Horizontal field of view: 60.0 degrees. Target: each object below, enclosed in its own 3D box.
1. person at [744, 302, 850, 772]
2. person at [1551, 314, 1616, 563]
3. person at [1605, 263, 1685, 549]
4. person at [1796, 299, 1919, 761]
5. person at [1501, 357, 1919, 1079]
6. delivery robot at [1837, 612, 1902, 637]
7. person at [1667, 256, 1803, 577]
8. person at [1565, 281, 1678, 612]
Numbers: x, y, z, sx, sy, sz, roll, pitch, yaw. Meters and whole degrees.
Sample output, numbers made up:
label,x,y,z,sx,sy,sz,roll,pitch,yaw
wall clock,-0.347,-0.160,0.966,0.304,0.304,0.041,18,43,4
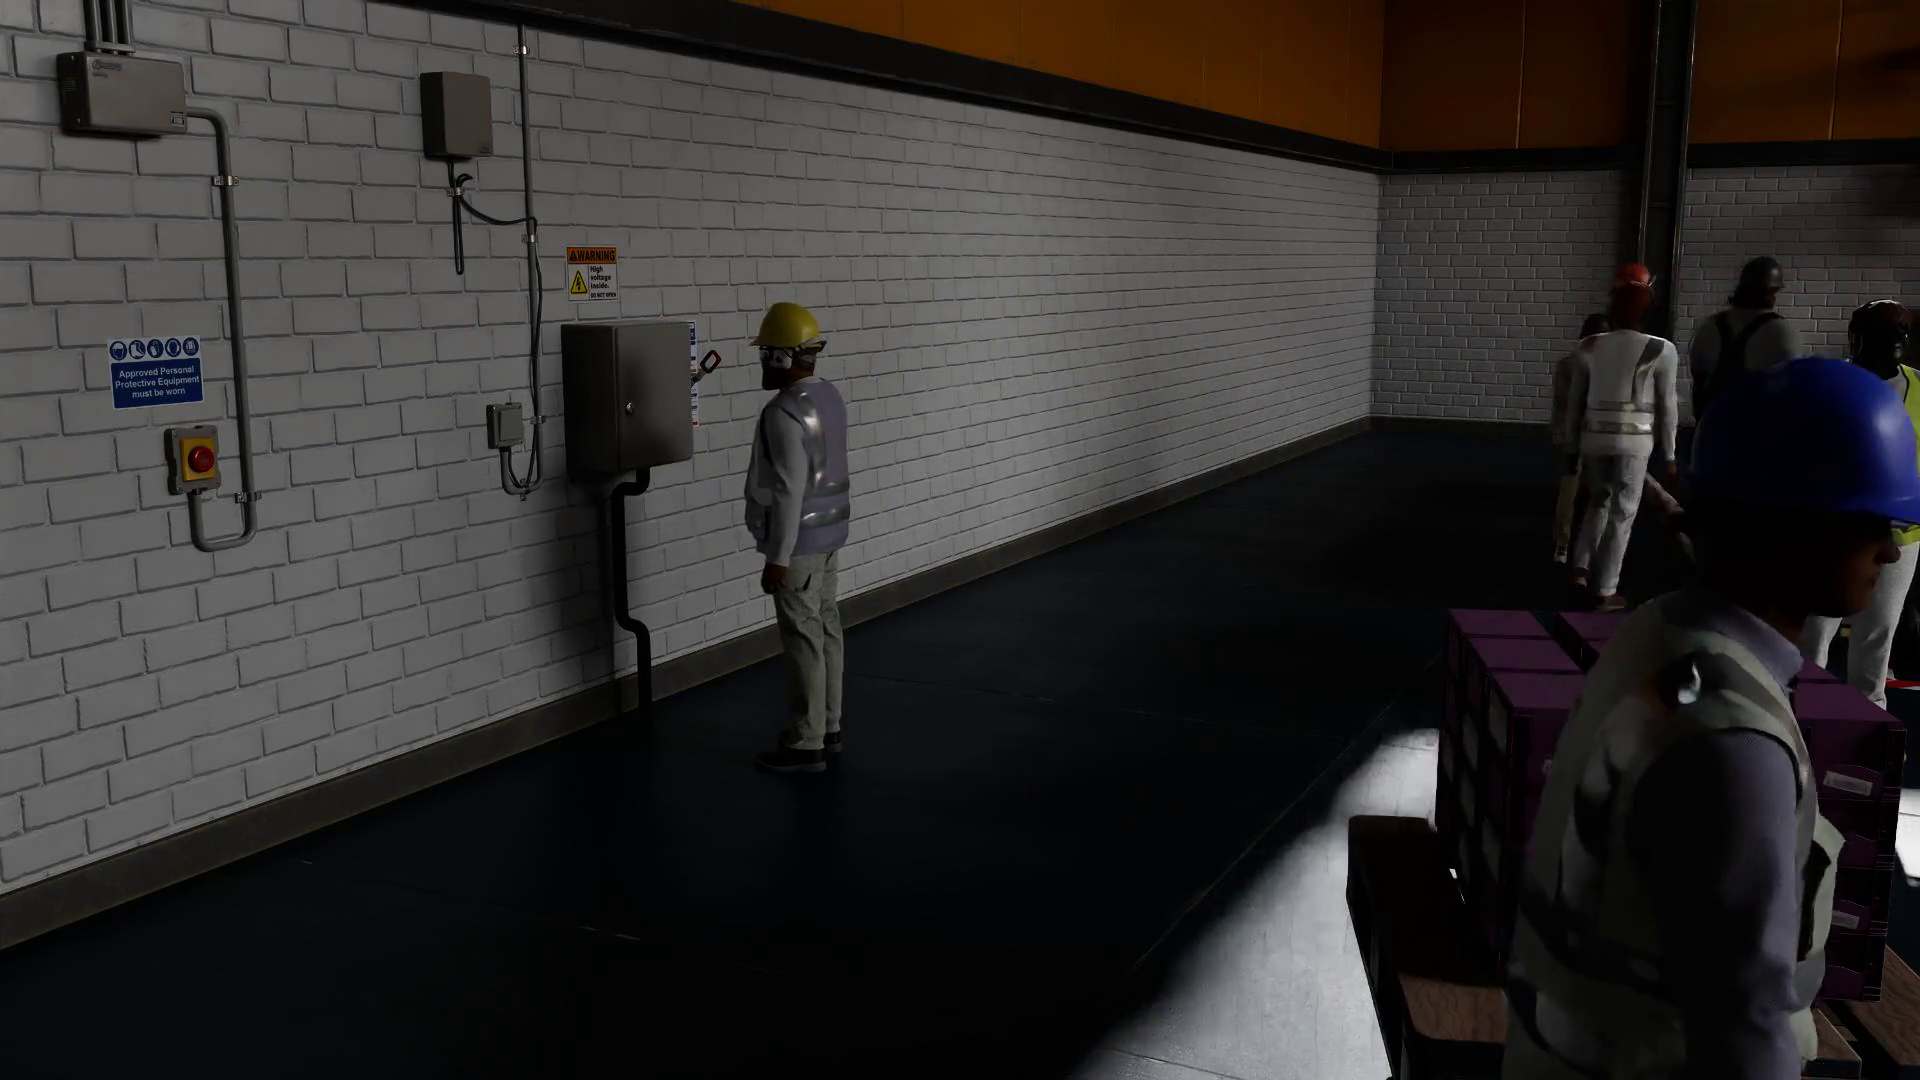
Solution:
label,x,y,z,sx,sy,sz,roll,pitch,yaw
person,-0.641,-0.007,6.517,0.404,1.833,0.591,3,10,14
person,4.113,-0.656,10.848,0.508,1.632,0.272,1,10,5
person,4.674,-0.907,11.357,0.789,1.962,0.621,9,13,43
person,3.578,-0.026,6.600,0.633,1.842,0.429,-1,10,-4
person,0.995,0.720,2.139,1.003,1.887,0.620,4,11,22
delivery robot,4.610,0.236,8.537,0.477,0.478,0.707,4,11,22
person,4.757,-0.738,10.150,0.844,2.000,0.688,-6,12,-33
person,3.729,-0.520,9.388,0.411,1.867,0.572,-9,13,-42
